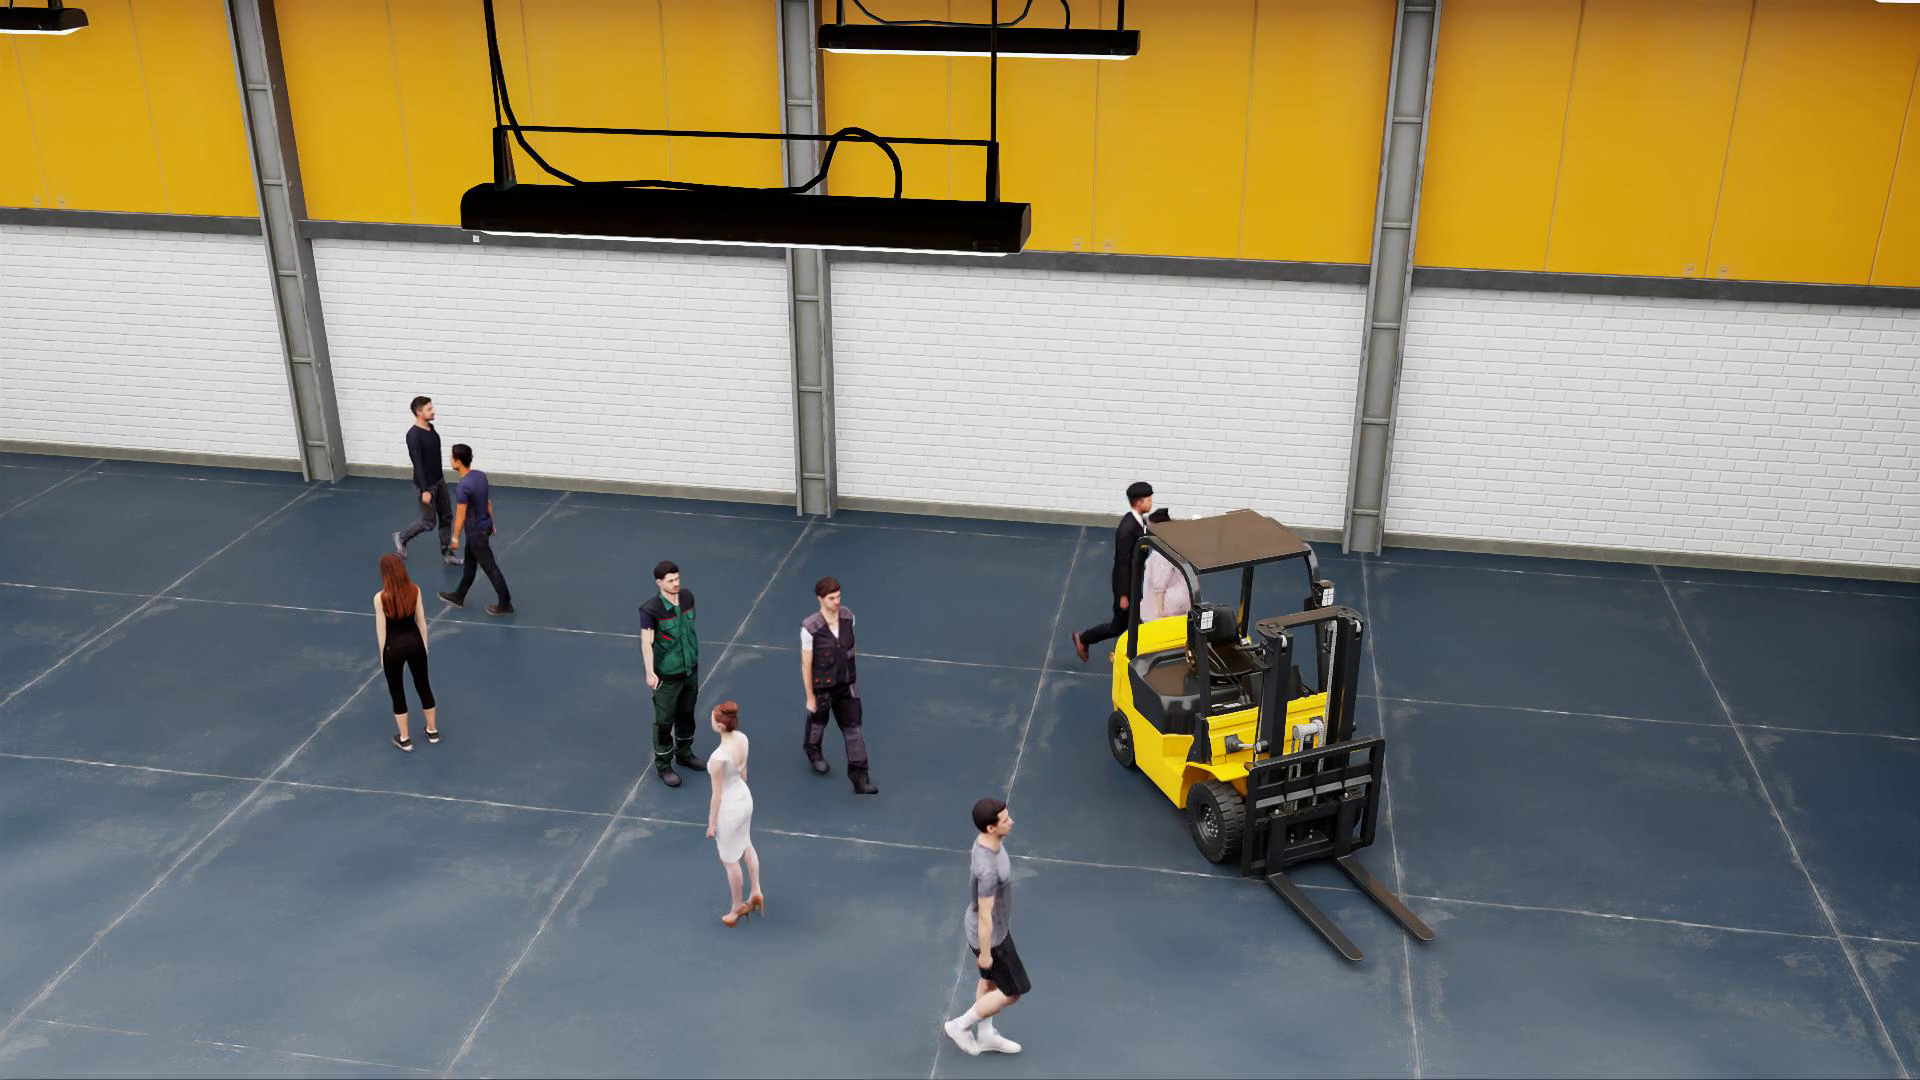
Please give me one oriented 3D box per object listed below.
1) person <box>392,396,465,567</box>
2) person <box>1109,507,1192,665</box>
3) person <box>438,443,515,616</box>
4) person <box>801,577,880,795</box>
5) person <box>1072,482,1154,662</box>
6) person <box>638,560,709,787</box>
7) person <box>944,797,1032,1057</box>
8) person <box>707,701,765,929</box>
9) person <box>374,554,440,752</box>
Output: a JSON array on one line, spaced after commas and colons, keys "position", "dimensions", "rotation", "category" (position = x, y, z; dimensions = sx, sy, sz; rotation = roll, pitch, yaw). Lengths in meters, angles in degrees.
[{"position": [-5.513, -0.567, 17.018], "dimensions": [1.007, 1.850, 0.651], "rotation": [5, 24, 11], "category": "person"}, {"position": [1.916, 0.546, 14.669], "dimensions": [1.192, 1.692, 0.965], "rotation": [16, 28, 32], "category": "person"}, {"position": [-4.552, -0.067, 15.986], "dimensions": [1.022, 1.760, 0.729], "rotation": [2, 24, 4], "category": "person"}, {"position": [-1.074, 1.124, 13.210], "dimensions": [1.193, 1.801, 1.230], "rotation": [-14, 27, -29], "category": "person"}, {"position": [1.419, 0.372, 14.866], "dimensions": [1.150, 1.852, 0.898], "rotation": [10, 26, 22], "category": "person"}, {"position": [-2.295, 1.027, 13.310], "dimensions": [0.737, 1.899, 0.764], "rotation": [16, 29, 33], "category": "person"}, {"position": [0.096, 2.395, 10.227], "dimensions": [0.807, 1.861, 0.722], "rotation": [1, 24, 3], "category": "person"}, {"position": [-1.541, 1.891, 11.464], "dimensions": [0.575, 1.794, 0.643], "rotation": [10, 26, 22], "category": "person"}, {"position": [-4.608, 0.917, 13.780], "dimensions": [0.641, 1.724, 0.691], "rotation": [-18, 30, -36], "category": "person"}]
